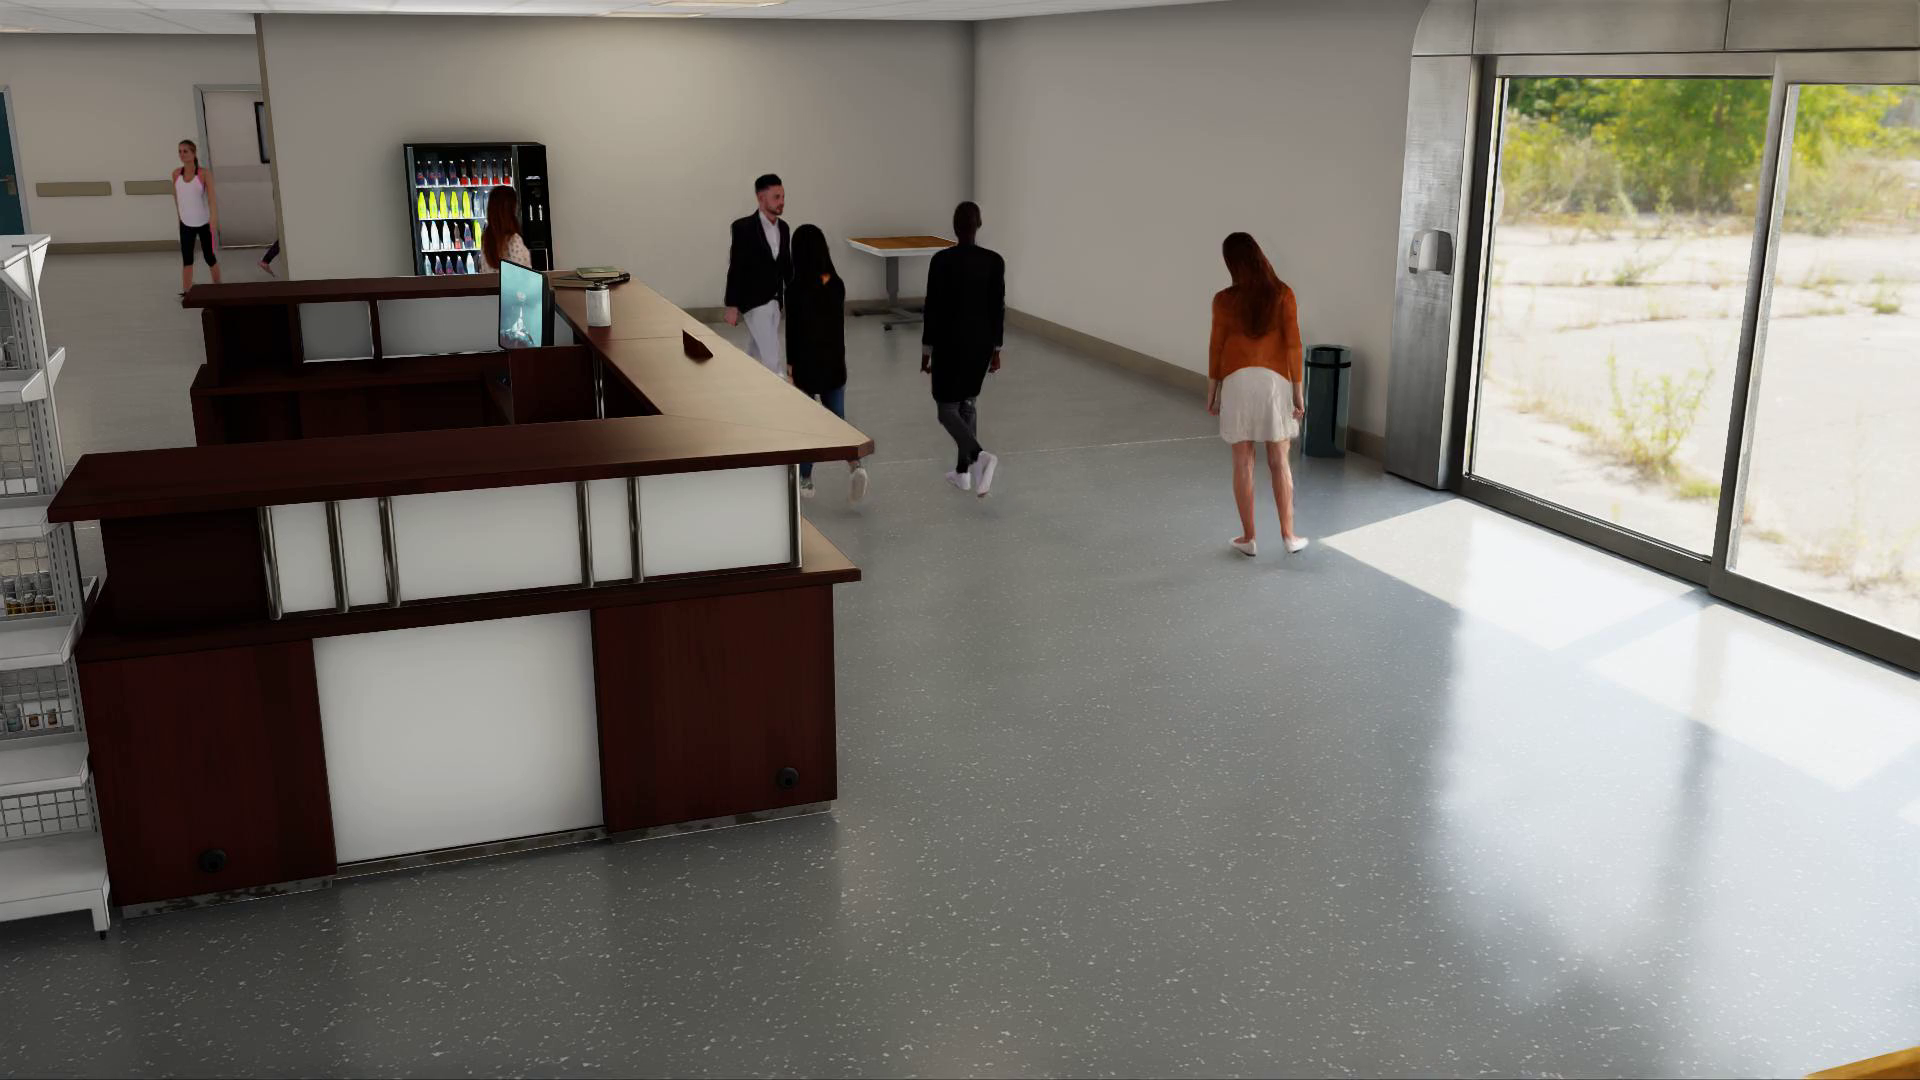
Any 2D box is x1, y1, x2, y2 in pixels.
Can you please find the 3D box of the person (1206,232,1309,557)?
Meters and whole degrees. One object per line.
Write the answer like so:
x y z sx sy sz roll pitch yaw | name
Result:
1.571 -0.730 8.664 0.766 1.670 0.890 6 17 21 | person

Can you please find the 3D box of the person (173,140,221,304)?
-8.184 -3.387 17.950 1.149 1.744 0.962 0 16 0 | person

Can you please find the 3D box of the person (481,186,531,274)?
-3.175 -1.612 11.689 0.652 1.726 0.672 12 19 35 | person

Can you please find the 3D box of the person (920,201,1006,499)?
0.044 -1.090 9.802 0.998 1.744 0.813 -8 18 -27 | person

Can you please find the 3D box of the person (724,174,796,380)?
-1.427 -1.568 11.400 1.132 1.796 1.186 13 20 38 | person

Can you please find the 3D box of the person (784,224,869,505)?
-0.794 -1.000 9.697 0.944 1.629 0.725 -9 18 -28 | person
